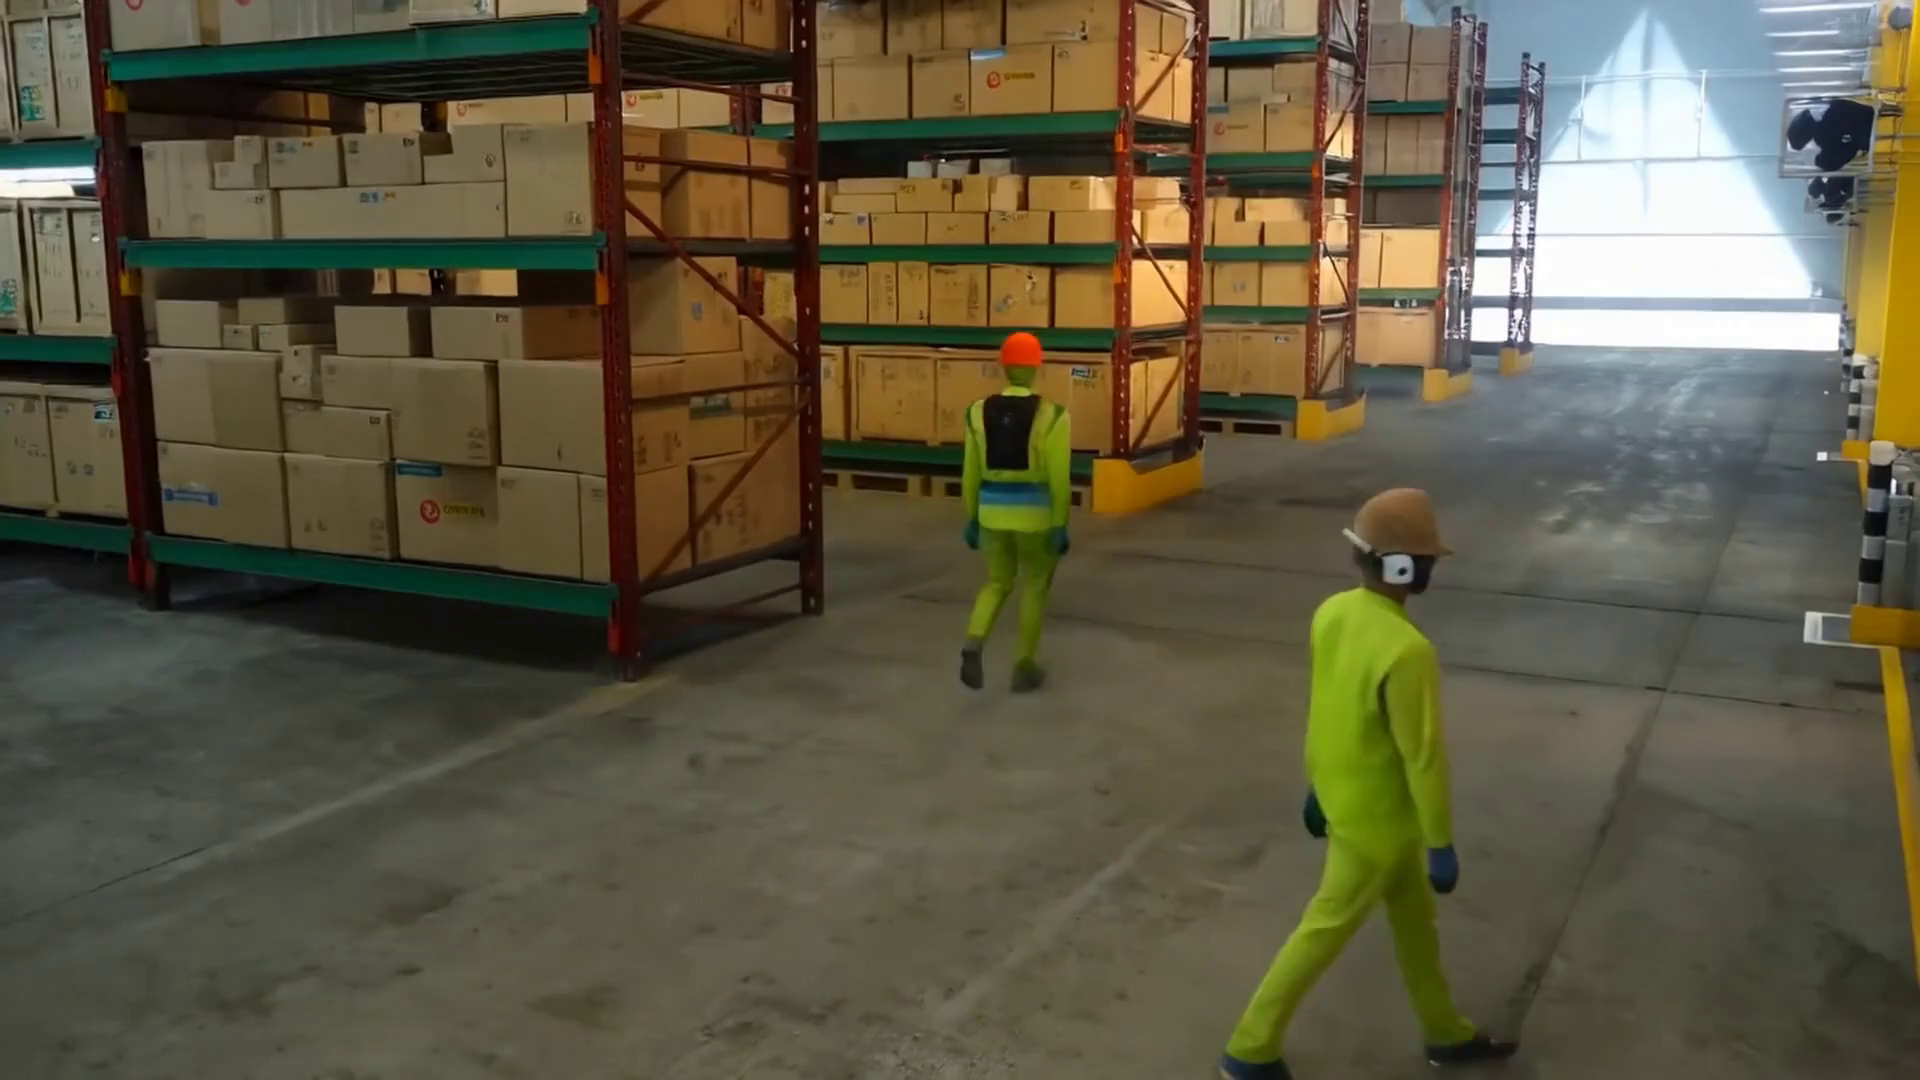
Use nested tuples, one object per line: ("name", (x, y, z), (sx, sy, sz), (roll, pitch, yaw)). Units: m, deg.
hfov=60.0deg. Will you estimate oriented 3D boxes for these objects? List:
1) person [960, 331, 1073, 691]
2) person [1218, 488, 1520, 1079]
("person", (0.271, -0.118, 8.700), (0.621, 1.931, 0.658), (5, 11, 26))
("person", (1.143, 0.705, 4.576), (0.914, 1.705, 0.583), (-1, 10, -6))
